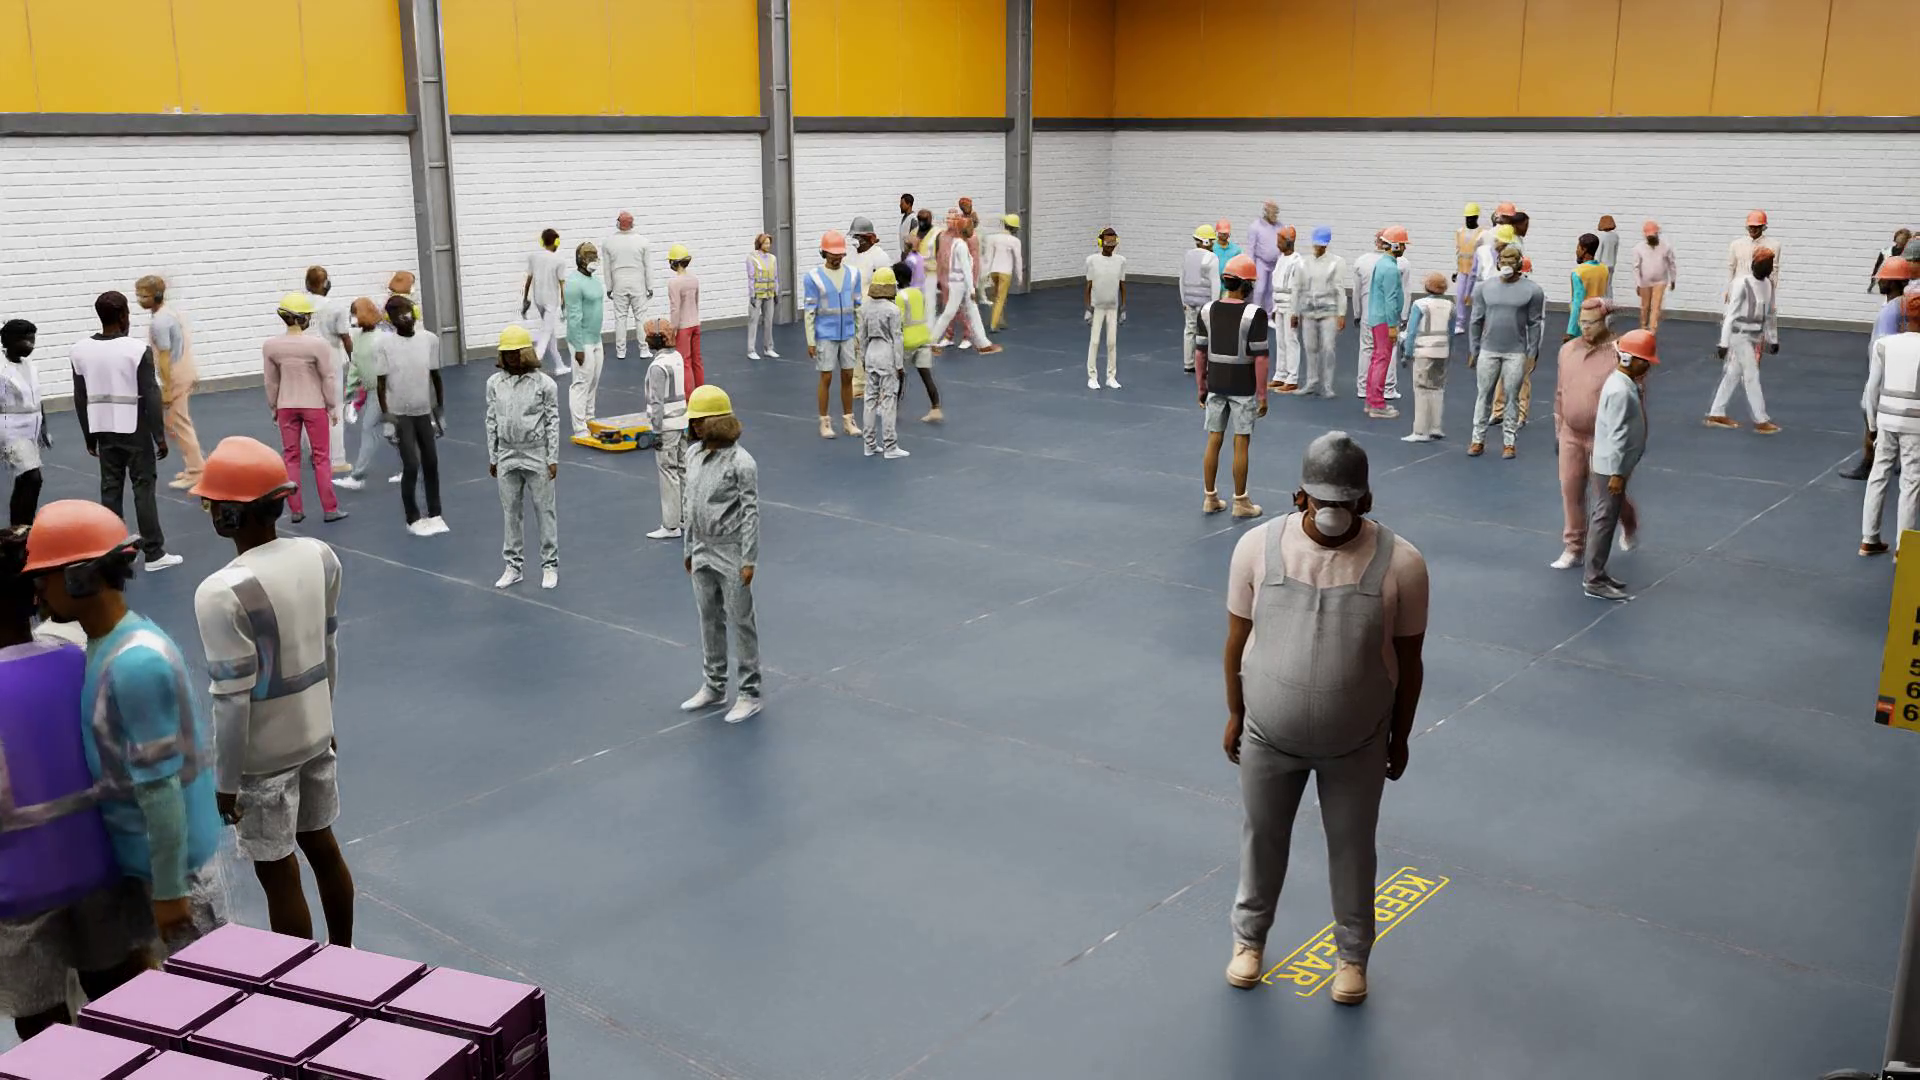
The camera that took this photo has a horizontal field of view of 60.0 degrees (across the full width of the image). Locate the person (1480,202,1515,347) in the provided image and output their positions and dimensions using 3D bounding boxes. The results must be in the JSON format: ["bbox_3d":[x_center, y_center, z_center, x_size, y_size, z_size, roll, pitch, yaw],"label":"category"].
[{"bbox_3d":[7.312,-3.581,22.581,0.393,1.990,0.623,13,19,41],"label":"person"}]

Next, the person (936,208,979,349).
[{"bbox_3d":[-0.061,-3.558,22.669,0.652,1.904,0.404,10,17,33],"label":"person"}]

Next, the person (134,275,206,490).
[{"bbox_3d":[-6.559,-1.293,13.815,0.408,1.813,0.546,-7,16,-26],"label":"person"}]

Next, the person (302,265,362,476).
[{"bbox_3d":[-5.543,-1.478,14.517,0.582,1.820,0.428,2,14,7],"label":"person"}]

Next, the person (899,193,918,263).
[{"bbox_3d":[-0.818,-4.643,26.975,0.381,1.918,0.596,-5,15,-19],"label":"person"}]

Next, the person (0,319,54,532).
[{"bbox_3d":[-6.652,-0.736,11.862,0.551,1.662,0.584,0,14,2],"label":"person"}]

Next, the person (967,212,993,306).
[{"bbox_3d":[0.240,-4.696,27.833,0.579,1.595,0.373,-7,16,-26],"label":"person"}]

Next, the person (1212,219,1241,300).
[{"bbox_3d":[3.558,-3.480,22.660,0.563,1.751,0.329,-3,14,-10],"label":"person"}]

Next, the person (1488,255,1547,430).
[{"bbox_3d":[5.558,-1.980,16.676,0.339,1.747,0.564,-12,18,-39],"label":"person"}]

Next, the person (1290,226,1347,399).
[{"bbox_3d":[3.975,-2.521,18.492,0.675,1.927,0.441,9,17,33],"label":"person"}]

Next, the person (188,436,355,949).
[{"bbox_3d":[-2.270,0.666,5.499,0.365,2.048,0.608,3,14,12],"label":"person"}]

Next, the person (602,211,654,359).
[{"bbox_3d":[-4.304,-3.308,21.655,0.641,1.913,0.408,-1,14,-3],"label":"person"}]

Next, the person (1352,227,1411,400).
[{"bbox_3d":[4.682,-2.509,18.474,0.642,1.908,0.407,7,16,27],"label":"person"}]

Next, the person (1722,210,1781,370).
[{"bbox_3d":[9.833,-3.104,20.701,0.608,1.986,0.400,10,17,35],"label":"person"}]

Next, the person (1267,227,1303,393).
[{"bbox_3d":[3.720,-2.620,18.957,0.357,1.886,0.573,-4,15,-15],"label":"person"}]

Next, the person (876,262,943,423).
[{"bbox_3d":[-0.519,-2.008,17.011,0.869,1.636,0.539,10,17,35],"label":"person"}]

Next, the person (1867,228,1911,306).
[{"bbox_3d":[12.819,-3.471,22.905,0.665,1.610,0.544,-9,17,-32],"label":"person"}]

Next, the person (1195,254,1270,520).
[{"bbox_3d":[2.125,-1.183,12.896,0.615,2.041,0.384,11,18,38],"label":"person"}]

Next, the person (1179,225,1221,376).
[{"bbox_3d":[2.926,-2.893,20.165,0.404,1.829,0.592,-11,18,-38],"label":"person"}]

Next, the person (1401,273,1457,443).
[{"bbox_3d":[4.539,-1.754,16.045,0.570,1.618,0.369,-5,15,-21],"label":"person"}]

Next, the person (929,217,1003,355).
[{"bbox_3d":[0.006,-3.337,21.968,1.055,1.829,0.567,0,14,1],"label":"person"}]

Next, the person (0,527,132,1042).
[{"bbox_3d":[-2.587,0.935,4.677,0.579,1.941,0.611,9,17,33],"label":"person"}]

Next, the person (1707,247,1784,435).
[{"bbox_3d":[7.867,-1.970,16.438,0.680,1.833,0.888,-10,17,-35],"label":"person"}]

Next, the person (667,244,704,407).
[{"bbox_3d":[-2.957,-2.263,17.774,0.325,1.769,0.524,6,15,22],"label":"person"}]

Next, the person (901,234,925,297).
[{"bbox_3d":[-0.666,-3.143,21.588,0.507,1.623,0.520,5,15,19],"label":"person"}]

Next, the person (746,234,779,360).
[{"bbox_3d":[-2.573,-3.172,21.696,0.318,1.632,0.508,12,19,40],"label":"person"}]

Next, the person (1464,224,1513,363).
[{"bbox_3d":[6.719,-3.089,21.036,0.653,1.786,0.475,4,15,17],"label":"person"}]

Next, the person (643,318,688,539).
[{"bbox_3d":[-2.160,-0.824,12.299,0.313,1.634,0.514,2,14,8],"label":"person"}]

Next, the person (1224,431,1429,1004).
[{"bbox_3d":[1.232,0.609,5.739,0.682,2.000,0.535,5,15,18],"label":"person"}]

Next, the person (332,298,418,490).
[{"bbox_3d":[-4.974,-1.227,13.969,0.837,1.595,0.502,-11,18,-38],"label":"person"}]

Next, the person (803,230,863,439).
[{"bbox_3d":[-1.206,-1.985,16.144,0.608,2.030,0.408,-8,16,-29],"label":"person"}]

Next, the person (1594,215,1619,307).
[{"bbox_3d":[10.025,-4.230,25.901,0.508,1.631,0.271,-8,16,-30],"label":"person"}]

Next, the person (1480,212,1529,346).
[{"bbox_3d":[7.305,-3.388,22.017,0.787,1.895,0.610,6,15,23],"label":"person"}]

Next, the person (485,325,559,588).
[{"bbox_3d":[-2.870,-0.539,10.932,0.487,1.744,0.297,1,14,4],"label":"person"}]

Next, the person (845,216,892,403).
[{"bbox_3d":[-1.069,-2.520,18.242,0.535,2.000,0.684,-12,18,-39],"label":"person"}]

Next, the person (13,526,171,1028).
[{"bbox_3d":[-2.740,0.831,5.280,0.400,1.830,0.606,3,14,11],"label":"person"}]

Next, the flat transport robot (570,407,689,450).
[{"bbox_3d":[-2.987,-1.089,16.112,0.652,0.197,1.431,13,19,43],"label":"flat transport robot"}]

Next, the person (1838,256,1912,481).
[{"bbox_3d":[7.897,-1.432,14.123,0.560,1.927,0.522,-13,19,-41],"label":"person"}]

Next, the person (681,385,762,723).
[{"bbox_3d":[-1.238,0.071,8.493,0.492,1.742,0.320,11,18,37],"label":"person"}]

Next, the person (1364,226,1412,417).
[{"bbox_3d":[4.476,-2.284,17.423,0.406,1.986,0.620,1,14,4],"label":"person"}]

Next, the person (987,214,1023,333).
[{"bbox_3d":[0.668,-3.907,24.430,0.527,1.715,0.692,12,18,40],"label":"person"}]

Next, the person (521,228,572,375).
[{"bbox_3d":[-5.008,-2.823,19.960,0.599,1.803,0.983,6,15,22],"label":"person"}]

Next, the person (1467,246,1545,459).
[{"bbox_3d":[4.978,-1.713,15.228,0.629,1.939,0.372,6,15,24],"label":"person"}]

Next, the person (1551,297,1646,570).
[{"bbox_3d":[4.416,-0.739,11.475,0.707,1.879,0.657,-10,17,-36],"label":"person"}]

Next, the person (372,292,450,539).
[{"bbox_3d":[-4.027,-0.904,12.225,0.513,1.833,0.523,-13,19,-41],"label":"person"}]

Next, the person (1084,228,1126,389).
[{"bbox_3d":[1.677,-2.667,19.212,0.504,1.861,0.328,-3,14,-10],"label":"person"}]

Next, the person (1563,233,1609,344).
[{"bbox_3d":[6.488,-2.210,17.254,0.590,1.919,0.395,-13,19,-41],"label":"person"}]

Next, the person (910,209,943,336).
[{"bbox_3d":[-0.492,-3.868,24.070,0.630,1.831,0.444,9,16,31],"label":"person"}]

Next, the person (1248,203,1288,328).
[{"bbox_3d":[4.605,-4.079,24.831,0.643,1.880,0.551,-5,15,-18],"label":"person"}]

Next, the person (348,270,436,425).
[{"bbox_3d":[-5.795,-1.934,16.812,0.810,1.593,0.524,3,14,11],"label":"person"}]

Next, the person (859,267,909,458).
[{"bbox_3d":[-0.699,-1.628,15.282,0.493,1.743,0.312,11,18,38],"label":"person"}]

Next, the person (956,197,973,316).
[{"bbox_3d":[0.049,-4.526,26.601,0.349,1.879,0.580,8,16,29],"label":"person"}]

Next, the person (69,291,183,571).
[{"bbox_3d":[-5.709,-0.729,11.336,0.590,1.918,0.386,2,14,6],"label":"person"}]

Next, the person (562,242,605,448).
[{"bbox_3d":[-3.533,-1.850,15.780,0.379,1.937,0.629,2,14,9],"label":"person"}]

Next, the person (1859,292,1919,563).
[{"bbox_3d":[6.605,-0.780,11.611,0.354,1.883,0.572,-7,16,-27],"label":"person"}]

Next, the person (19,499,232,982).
[{"bbox_3d":[-2.312,0.872,4.762,0.494,2.013,0.633,-10,17,-35],"label":"person"}]

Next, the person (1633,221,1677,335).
[{"bbox_3d":[9.775,-3.647,23.465,0.587,1.705,0.798,6,15,24],"label":"person"}]

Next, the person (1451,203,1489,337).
[{"bbox_3d":[7.327,-3.870,23.900,0.448,1.916,0.601,-9,16,-31],"label":"person"}]

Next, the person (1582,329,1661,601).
[{"bbox_3d":[4.270,-0.492,10.743,0.350,1.739,0.565,6,15,21],"label":"person"}]

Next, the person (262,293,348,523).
[{"bbox_3d":[-5.029,-1.002,12.741,0.525,1.765,0.329,0,14,1],"label":"person"}]
